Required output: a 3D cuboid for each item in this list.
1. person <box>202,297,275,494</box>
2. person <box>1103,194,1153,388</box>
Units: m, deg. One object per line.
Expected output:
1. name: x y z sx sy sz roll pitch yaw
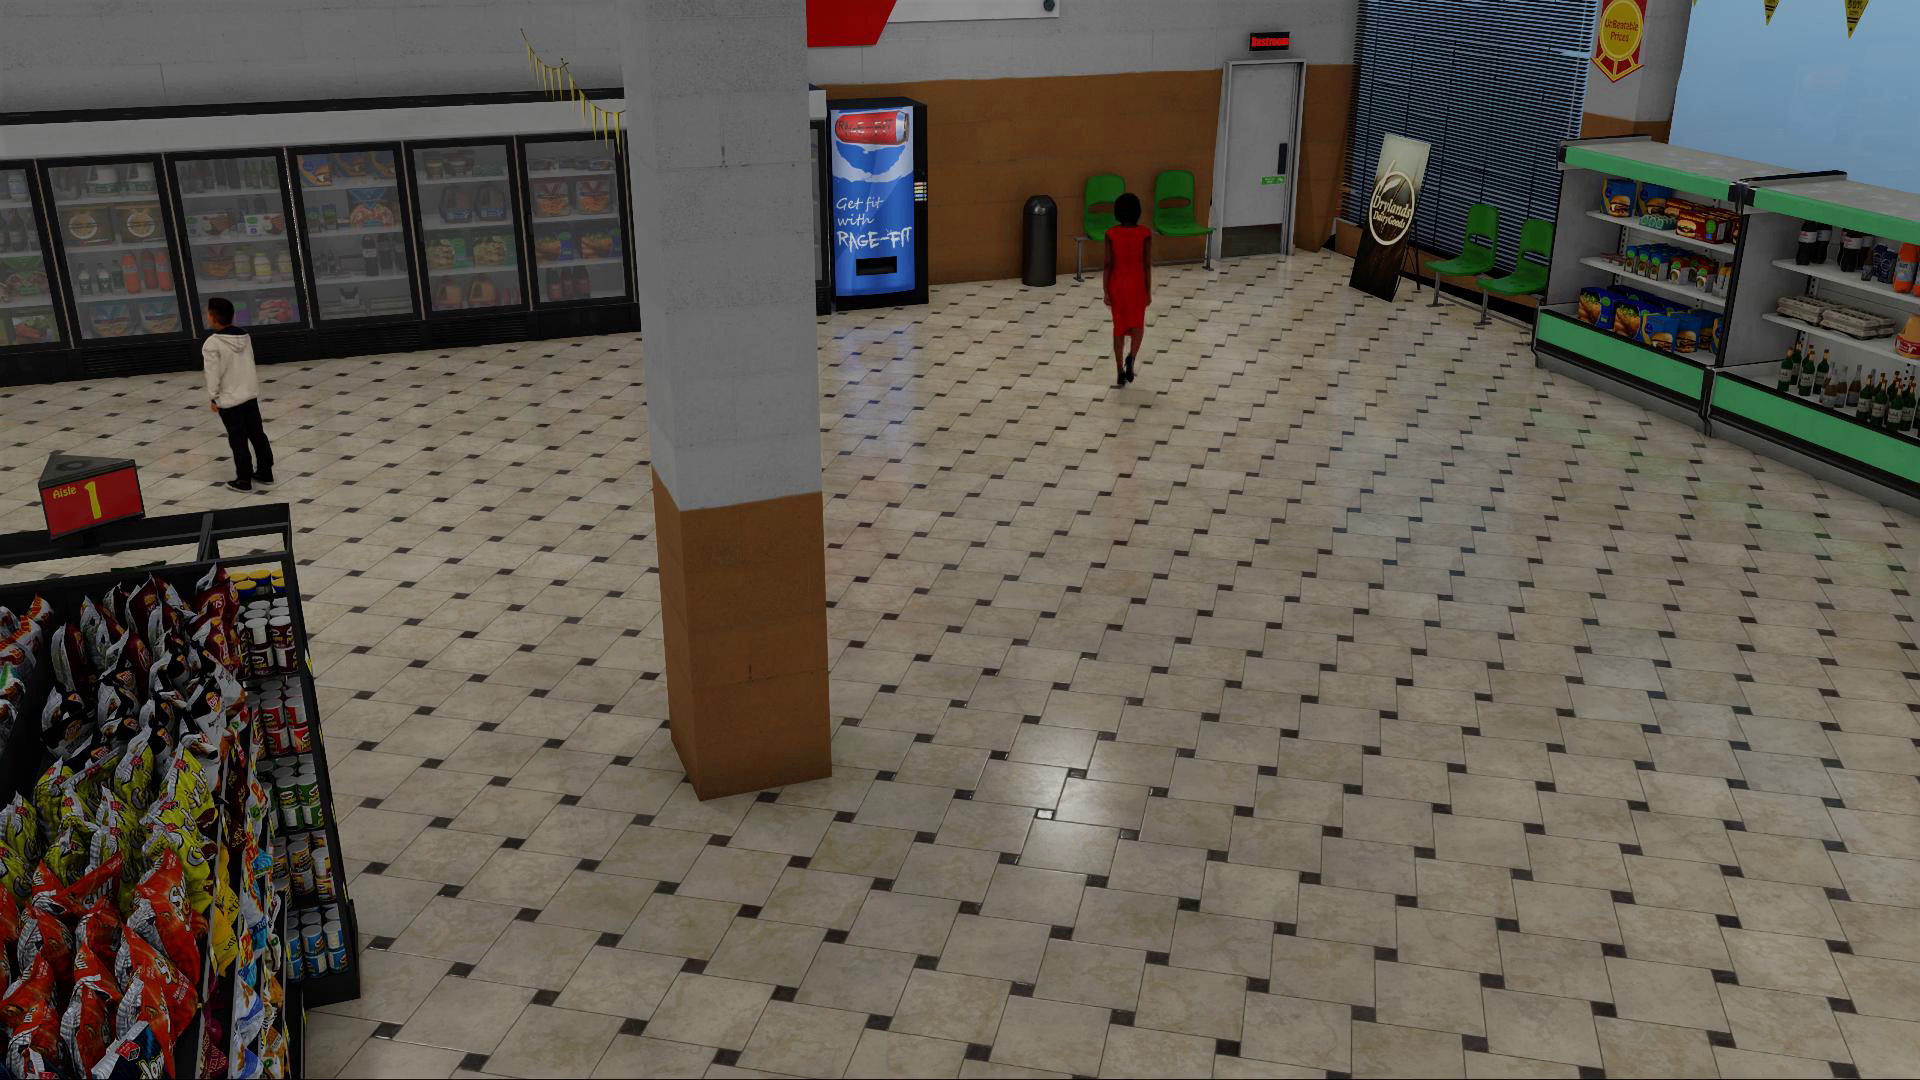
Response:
1. person: -5.351 -1.077 12.324 0.698 1.451 0.635 9 24 22
2. person: 1.477 -2.155 14.634 0.772 1.730 0.889 2 22 5
